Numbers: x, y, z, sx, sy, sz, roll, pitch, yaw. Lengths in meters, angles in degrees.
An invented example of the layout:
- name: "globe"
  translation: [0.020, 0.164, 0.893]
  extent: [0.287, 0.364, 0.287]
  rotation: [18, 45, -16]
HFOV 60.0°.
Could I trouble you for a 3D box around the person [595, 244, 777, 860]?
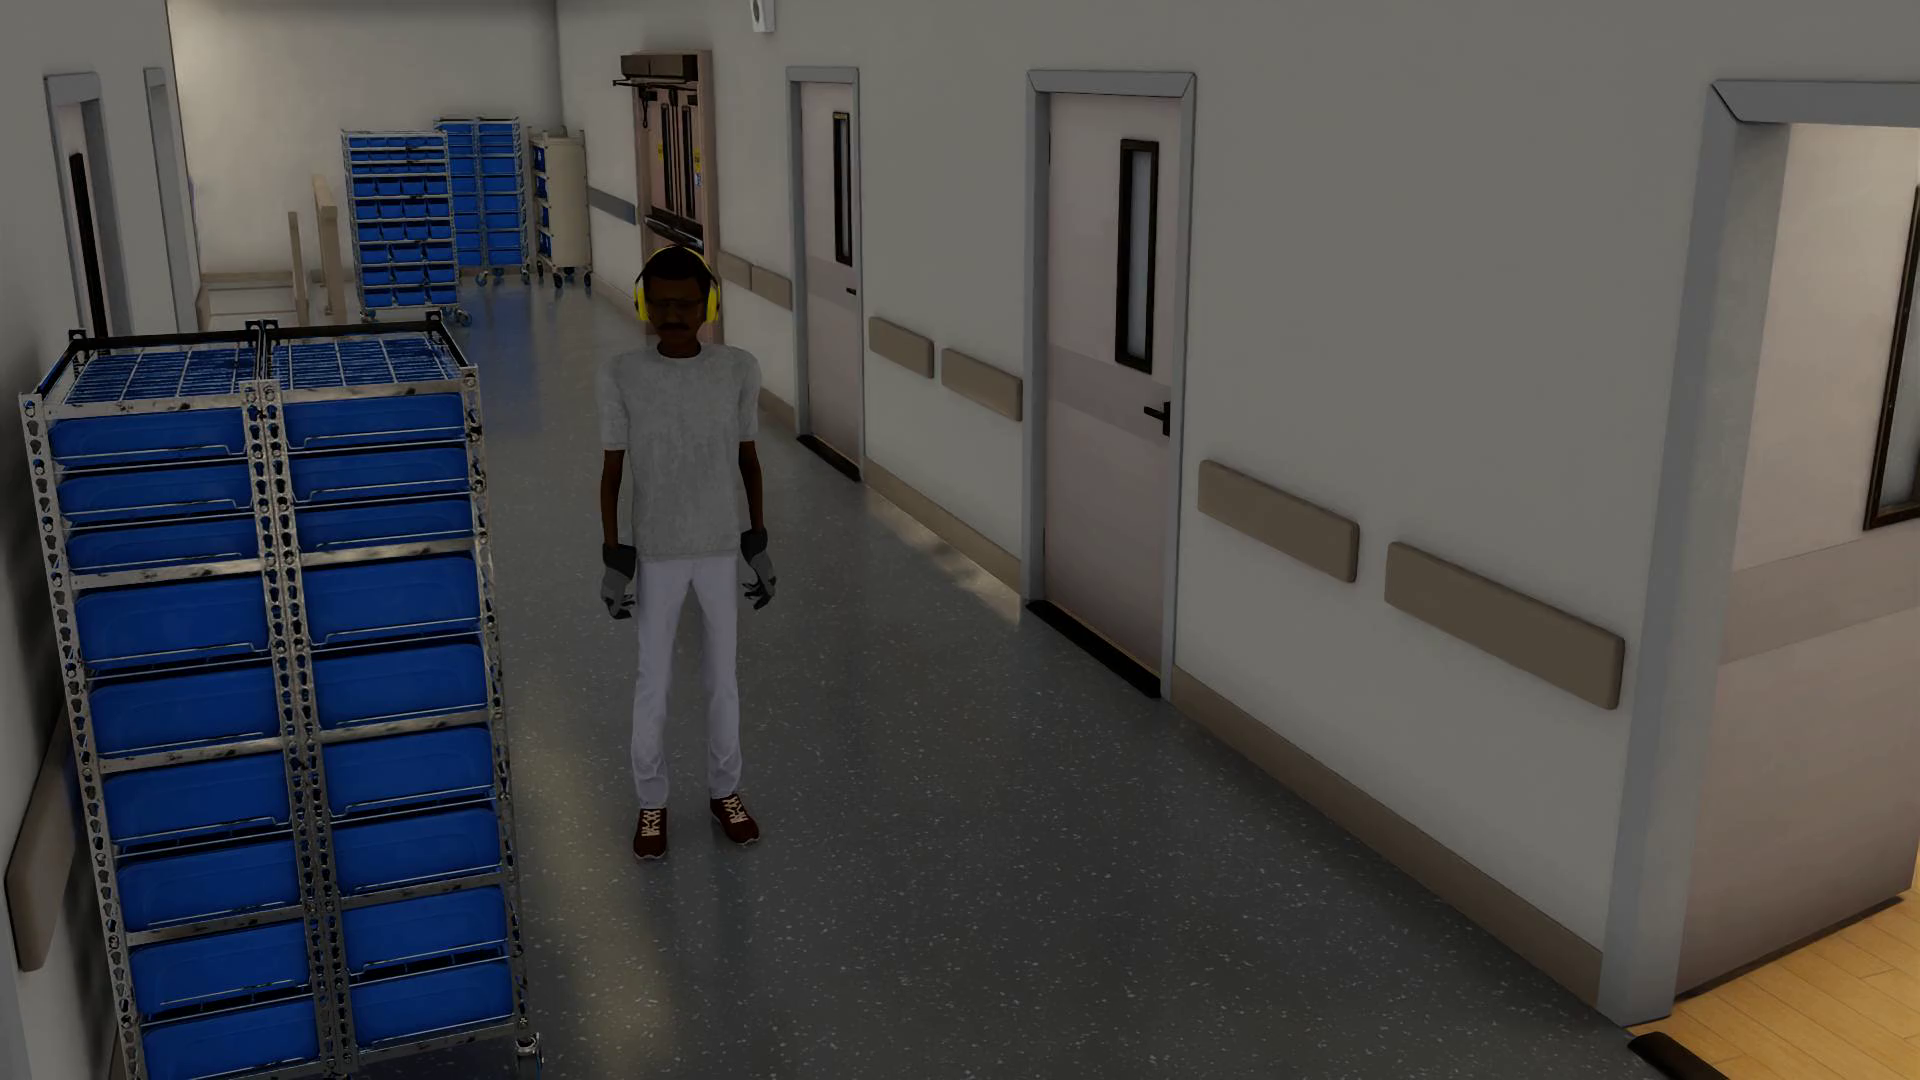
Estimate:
- name: "person"
  translation: [-0.818, 0.047, 5.009]
  extent: [0.532, 1.864, 0.312]
  rotation: [-6, 17, -19]
